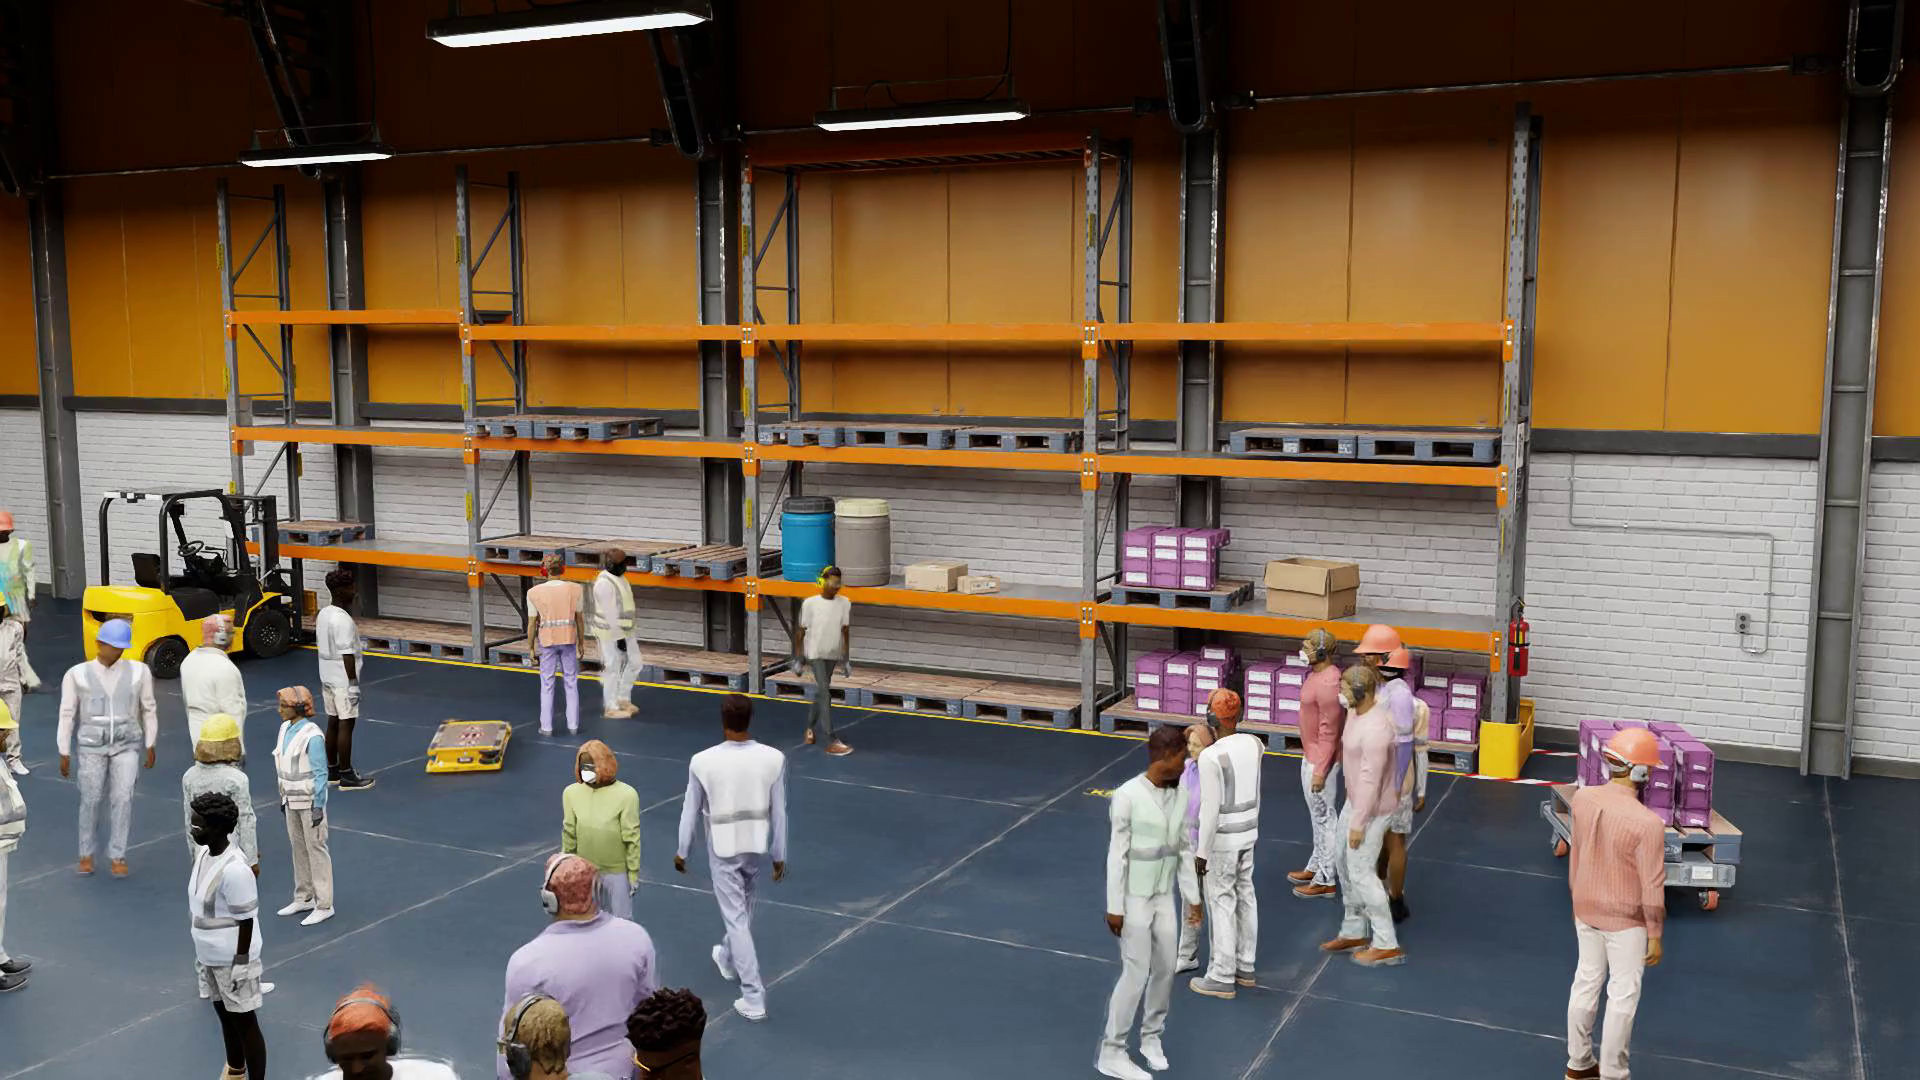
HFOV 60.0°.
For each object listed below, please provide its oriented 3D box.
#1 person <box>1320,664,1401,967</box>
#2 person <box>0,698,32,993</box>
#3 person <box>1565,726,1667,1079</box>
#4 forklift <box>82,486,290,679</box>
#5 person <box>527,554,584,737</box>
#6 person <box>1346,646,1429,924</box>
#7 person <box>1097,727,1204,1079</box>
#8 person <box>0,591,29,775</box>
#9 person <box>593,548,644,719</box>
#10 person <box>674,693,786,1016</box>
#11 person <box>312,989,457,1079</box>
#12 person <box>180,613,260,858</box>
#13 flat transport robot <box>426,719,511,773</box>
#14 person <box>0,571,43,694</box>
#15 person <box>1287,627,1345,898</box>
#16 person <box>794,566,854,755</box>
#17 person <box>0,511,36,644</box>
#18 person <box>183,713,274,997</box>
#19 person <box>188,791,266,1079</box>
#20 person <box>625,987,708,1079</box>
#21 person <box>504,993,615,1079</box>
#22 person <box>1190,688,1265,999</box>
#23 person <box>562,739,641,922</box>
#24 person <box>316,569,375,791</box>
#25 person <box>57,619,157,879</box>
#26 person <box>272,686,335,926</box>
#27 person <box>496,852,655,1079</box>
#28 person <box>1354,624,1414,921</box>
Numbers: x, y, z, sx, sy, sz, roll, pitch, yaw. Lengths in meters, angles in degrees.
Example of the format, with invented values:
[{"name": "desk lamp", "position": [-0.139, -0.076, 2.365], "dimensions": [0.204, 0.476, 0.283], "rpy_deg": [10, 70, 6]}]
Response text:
[{"name": "person", "position": [2.579, 1.745, 10.662], "dimensions": [0.426, 1.910, 0.662], "rpy_deg": [1, 7, 4]}, {"name": "person", "position": [-5.917, 1.856, 10.149], "dimensions": [0.403, 1.818, 0.600], "rpy_deg": [-4, 8, -27]}, {"name": "person", "position": [3.437, 1.950, 8.690], "dimensions": [0.413, 1.984, 0.624], "rpy_deg": [-3, 7, -22]}, {"name": "forklift", "position": [-9.426, 0.454, 20.179], "dimensions": [1.214, 2.155, 2.313], "rpy_deg": [3, 8, 26]}, {"name": "person", "position": [-4.037, 1.061, 16.645], "dimensions": [0.560, 1.836, 0.394], "rpy_deg": [-3, 8, -24]}, {"name": "person", "position": [2.920, 1.652, 11.390], "dimensions": [0.549, 1.927, 0.393], "rpy_deg": [3, 7, 22]}, {"name": "person", "position": [1.023, 1.959, 9.121], "dimensions": [0.654, 1.868, 0.438], "rpy_deg": [-6, 9, -42]}, {"name": "person", "position": [-8.696, 1.298, 15.053], "dimensions": [0.314, 1.743, 0.493], "rpy_deg": [6, 9, 40]}, {"name": "person", "position": [-3.556, 0.982, 17.364], "dimensions": [0.495, 1.818, 0.638], "rpy_deg": [1, 7, 11]}, {"name": "person", "position": [-1.367, 1.847, 10.013], "dimensions": [0.613, 1.867, 0.997], "rpy_deg": [-4, 8, -30]}, {"name": "person", "position": [-1.917, 2.399, 5.472], "dimensions": [0.601, 1.850, 0.843], "rpy_deg": [-2, 7, -12]}, {"name": "person", "position": [-5.639, 1.505, 12.682], "dimensions": [0.650, 1.905, 0.402], "rpy_deg": [5, 9, 38]}, {"name": "flat transport robot", "position": [-4.654, 1.936, 15.811], "dimensions": [0.652, 0.197, 1.431], "rpy_deg": [-1, 7, -11]}, {"name": "person", "position": [-10.757, 0.879, 18.484], "dimensions": [1.050, 1.761, 0.573], "rpy_deg": [-1, 7, -8]}, {"name": "person", "position": [2.566, 1.583, 11.901], "dimensions": [0.372, 1.940, 0.631], "rpy_deg": [1, 7, 6]}, {"name": "person", "position": [-1.336, 1.139, 16.107], "dimensions": [0.511, 1.820, 0.916], "rpy_deg": [-5, 8, -33]}, {"name": "person", "position": [-11.085, 0.651, 19.311], "dimensions": [0.620, 2.011, 0.598], "rpy_deg": [-5, 9, -36]}, {"name": "person", "position": [-4.431, 1.906, 10.040], "dimensions": [0.487, 1.742, 0.304], "rpy_deg": [2, 7, 18]}, {"name": "person", "position": [-3.754, 2.113, 8.503], "dimensions": [0.319, 1.695, 0.539], "rpy_deg": [-6, 9, -43]}, {"name": "person", "position": [-0.882, 2.370, 5.312], "dimensions": [0.377, 1.959, 0.603], "rpy_deg": [-6, 9, -39]}, {"name": "person", "position": [-1.299, 2.390, 5.292], "dimensions": [0.381, 1.928, 0.635], "rpy_deg": [4, 8, 27]}, {"name": "person", "position": [1.618, 1.829, 10.096], "dimensions": [0.359, 1.882, 0.575], "rpy_deg": [7, 10, 43]}, {"name": "person", "position": [-2.132, 1.982, 9.901], "dimensions": [0.503, 1.624, 0.284], "rpy_deg": [2, 7, 14]}, {"name": "person", "position": [-5.467, 1.227, 14.722], "dimensions": [0.361, 1.965, 0.613], "rpy_deg": [-6, 9, -41]}, {"name": "person", "position": [-6.303, 1.539, 12.318], "dimensions": [0.672, 1.914, 0.447], "rpy_deg": [-4, 8, -32]}, {"name": "person", "position": [-4.482, 1.798, 11.348], "dimensions": [0.523, 1.638, 0.311], "rpy_deg": [6, 9, 41]}, {"name": "person", "position": [-1.626, 2.215, 6.899], "dimensions": [0.689, 1.884, 0.641], "rpy_deg": [7, 10, 44]}, {"name": "person", "position": [2.883, 1.589, 11.420], "dimensions": [0.397, 2.043, 0.609], "rpy_deg": [-1, 7, -7]}]
